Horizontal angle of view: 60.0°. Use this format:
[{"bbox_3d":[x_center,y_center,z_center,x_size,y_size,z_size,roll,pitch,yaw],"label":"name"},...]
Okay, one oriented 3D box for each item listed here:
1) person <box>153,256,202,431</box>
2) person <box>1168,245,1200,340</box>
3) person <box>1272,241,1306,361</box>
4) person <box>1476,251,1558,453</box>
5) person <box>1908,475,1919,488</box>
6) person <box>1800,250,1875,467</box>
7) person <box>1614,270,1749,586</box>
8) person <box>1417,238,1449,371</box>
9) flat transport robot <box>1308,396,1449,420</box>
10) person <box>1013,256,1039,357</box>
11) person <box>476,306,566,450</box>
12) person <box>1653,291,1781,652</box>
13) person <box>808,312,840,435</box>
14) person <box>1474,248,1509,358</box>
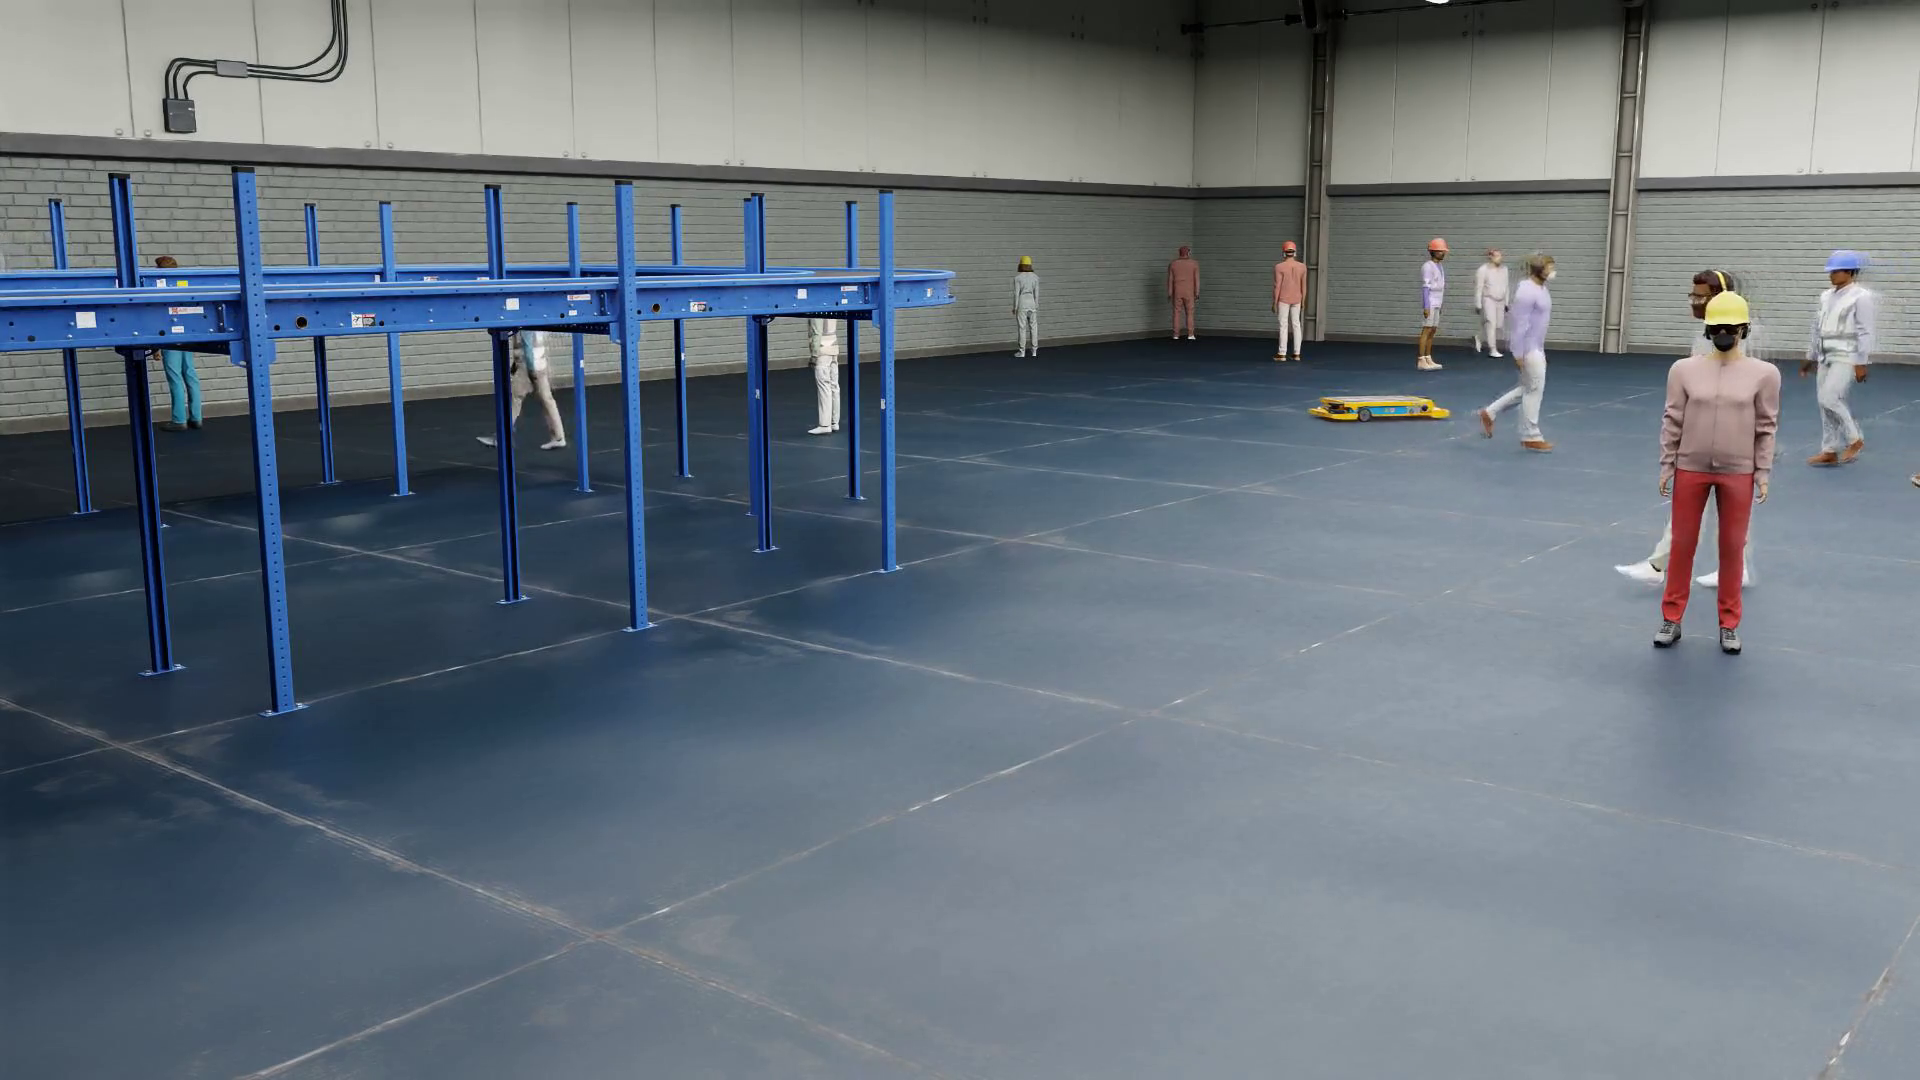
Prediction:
[{"bbox_3d":[-8.366,-2.097,17.759,0.389,1.845,0.564,3,11,18],"label":"person"},{"bbox_3d":[4.538,-5.007,33.716,0.652,1.906,0.402,2,11,13],"label":"person"},{"bbox_3d":[5.530,-4.019,28.001,0.622,1.990,0.389,-3,11,-18],"label":"person"},{"bbox_3d":[5.416,-1.821,16.056,0.757,1.917,0.635,7,12,32],"label":"person"},{"bbox_3d":[7.967,-1.297,12.990,0.905,1.960,0.647,-1,10,-4],"label":"person"},{"bbox_3d":[7.814,-1.613,14.840,0.435,1.928,0.618,-1,10,-5],"label":"person"},{"bbox_3d":[4.230,-0.632,9.655,0.898,1.829,0.555,1,10,3],"label":"person"},{"bbox_3d":[7.393,-3.670,25.928,0.391,2.041,0.615,7,12,34],"label":"person"},{"bbox_3d":[4.792,-1.522,19.056,1.431,0.197,0.652,-2,10,-13],"label":"flat transport robot"},{"bbox_3d":[1.136,-4.061,28.922,0.484,1.744,0.295,-5,11,-24],"label":"person"},{"bbox_3d":[-4.228,-1.650,15.978,0.869,1.595,0.519,0,10,-2],"label":"person"},{"bbox_3d":[3.733,-0.336,8.224,0.525,1.769,0.313,5,11,26],"label":"person"},{"bbox_3d":[-1.425,-1.925,17.381,0.311,1.639,0.513,4,11,19],"label":"person"},{"bbox_3d":[9.223,-4.130,28.904,0.655,1.887,0.731,-5,11,-26],"label":"person"}]
